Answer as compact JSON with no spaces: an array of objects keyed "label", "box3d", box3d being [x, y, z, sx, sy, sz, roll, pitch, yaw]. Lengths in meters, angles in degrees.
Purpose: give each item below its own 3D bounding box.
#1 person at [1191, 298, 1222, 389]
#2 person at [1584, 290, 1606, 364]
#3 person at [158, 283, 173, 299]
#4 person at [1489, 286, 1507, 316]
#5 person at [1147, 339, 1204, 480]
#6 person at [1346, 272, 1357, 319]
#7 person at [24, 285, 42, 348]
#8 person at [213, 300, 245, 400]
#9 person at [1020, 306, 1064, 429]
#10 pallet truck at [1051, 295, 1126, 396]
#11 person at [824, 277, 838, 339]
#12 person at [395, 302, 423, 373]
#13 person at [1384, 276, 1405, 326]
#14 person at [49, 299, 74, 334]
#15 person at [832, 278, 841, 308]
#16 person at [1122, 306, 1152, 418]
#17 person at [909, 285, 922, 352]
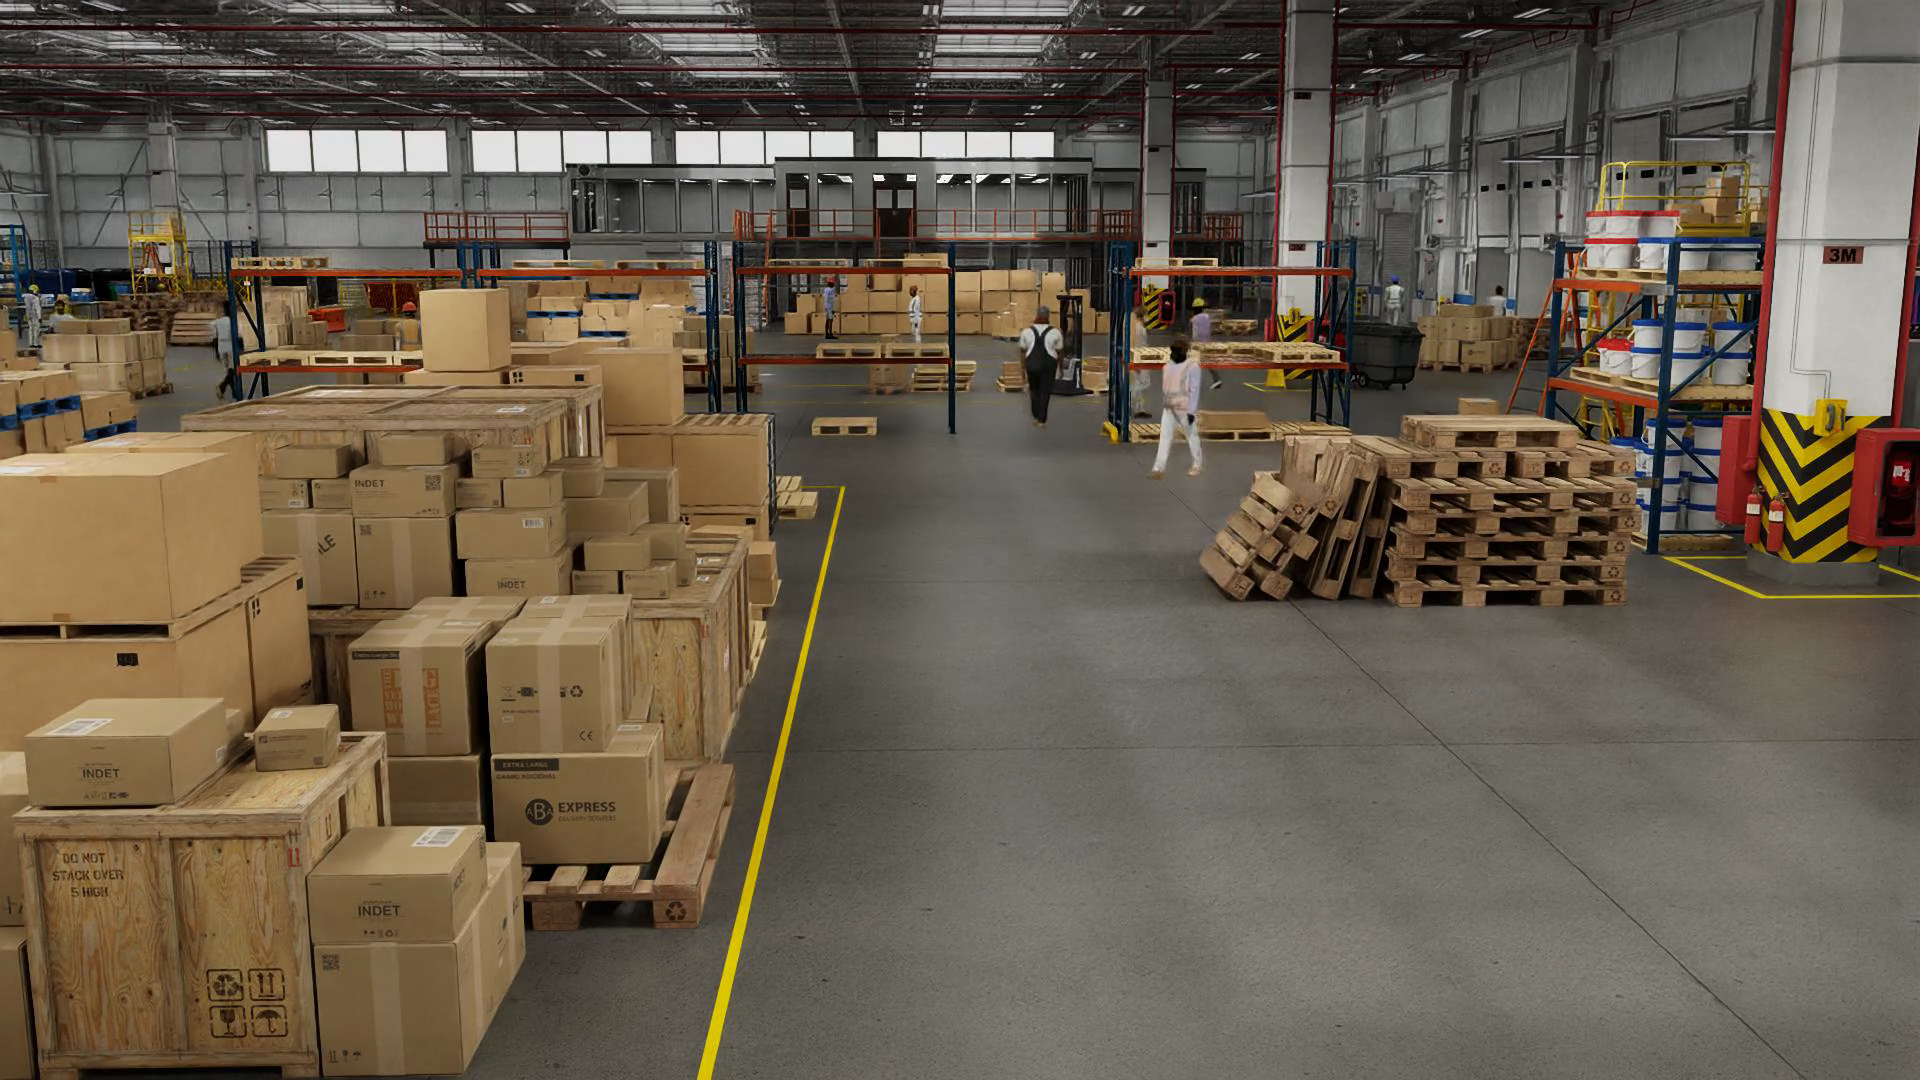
[{"label":"person","box3d":[5.021,-4.064,34.407,0.598,1.889,0.970,-10,14,-43]},{"label":"person","box3d":[15.911,-5.369,41.509,0.689,1.954,0.626,2,10,13]},{"label":"person","box3d":[-25.449,-7.369,53.289,0.545,1.713,0.606,-6,12,-30]},{"label":"person","box3d":[14.781,-6.081,45.833,0.535,1.826,0.970,5,11,26]},{"label":"person","box3d":[2.822,-1.677,21.367,0.945,1.797,0.639,-9,14,-41]},{"label":"person","box3d":[15.504,-9.654,65.660,0.429,1.840,0.630,-5,11,-27]},{"label":"person","box3d":[-26.414,-6.373,47.479,0.583,1.816,0.423,7,12,32]},{"label":"person","box3d":[-13.977,-3.616,31.761,0.617,1.936,0.782,3,11,16]},{"label":"person","box3d":[1.370,-2.864,27.277,0.696,2.000,1.030,2,10,13]},{"label":"pallet truck","box3d":[2.483,-3.881,33.060,1.885,1.965,0.823,-7,13,-36]},{"label":"person","box3d":[-4.040,-7.227,51.868,0.356,1.939,0.542,-5,11,-27]},{"label":"person","box3d":[-10.044,-3.384,30.479,0.543,1.932,0.376,-3,11,-19]},{"label":"person","box3d":[14.102,-7.584,53.944,0.643,1.895,1.000,3,11,16]},{"label":"person","box3d":[-18.920,-4.171,35.121,0.532,1.840,0.723,0,10,2]},{"label":"person","box3d":[-4.220,-8.320,58.282,0.718,1.820,0.521,1,10,6]},{"label":"person","box3d":[3.094,-3.038,28.546,0.414,1.929,0.657,1,10,8]},{"label":"person","box3d":[-1.195,-5.841,44.331,0.351,1.878,0.568,-3,11,-17]}]
